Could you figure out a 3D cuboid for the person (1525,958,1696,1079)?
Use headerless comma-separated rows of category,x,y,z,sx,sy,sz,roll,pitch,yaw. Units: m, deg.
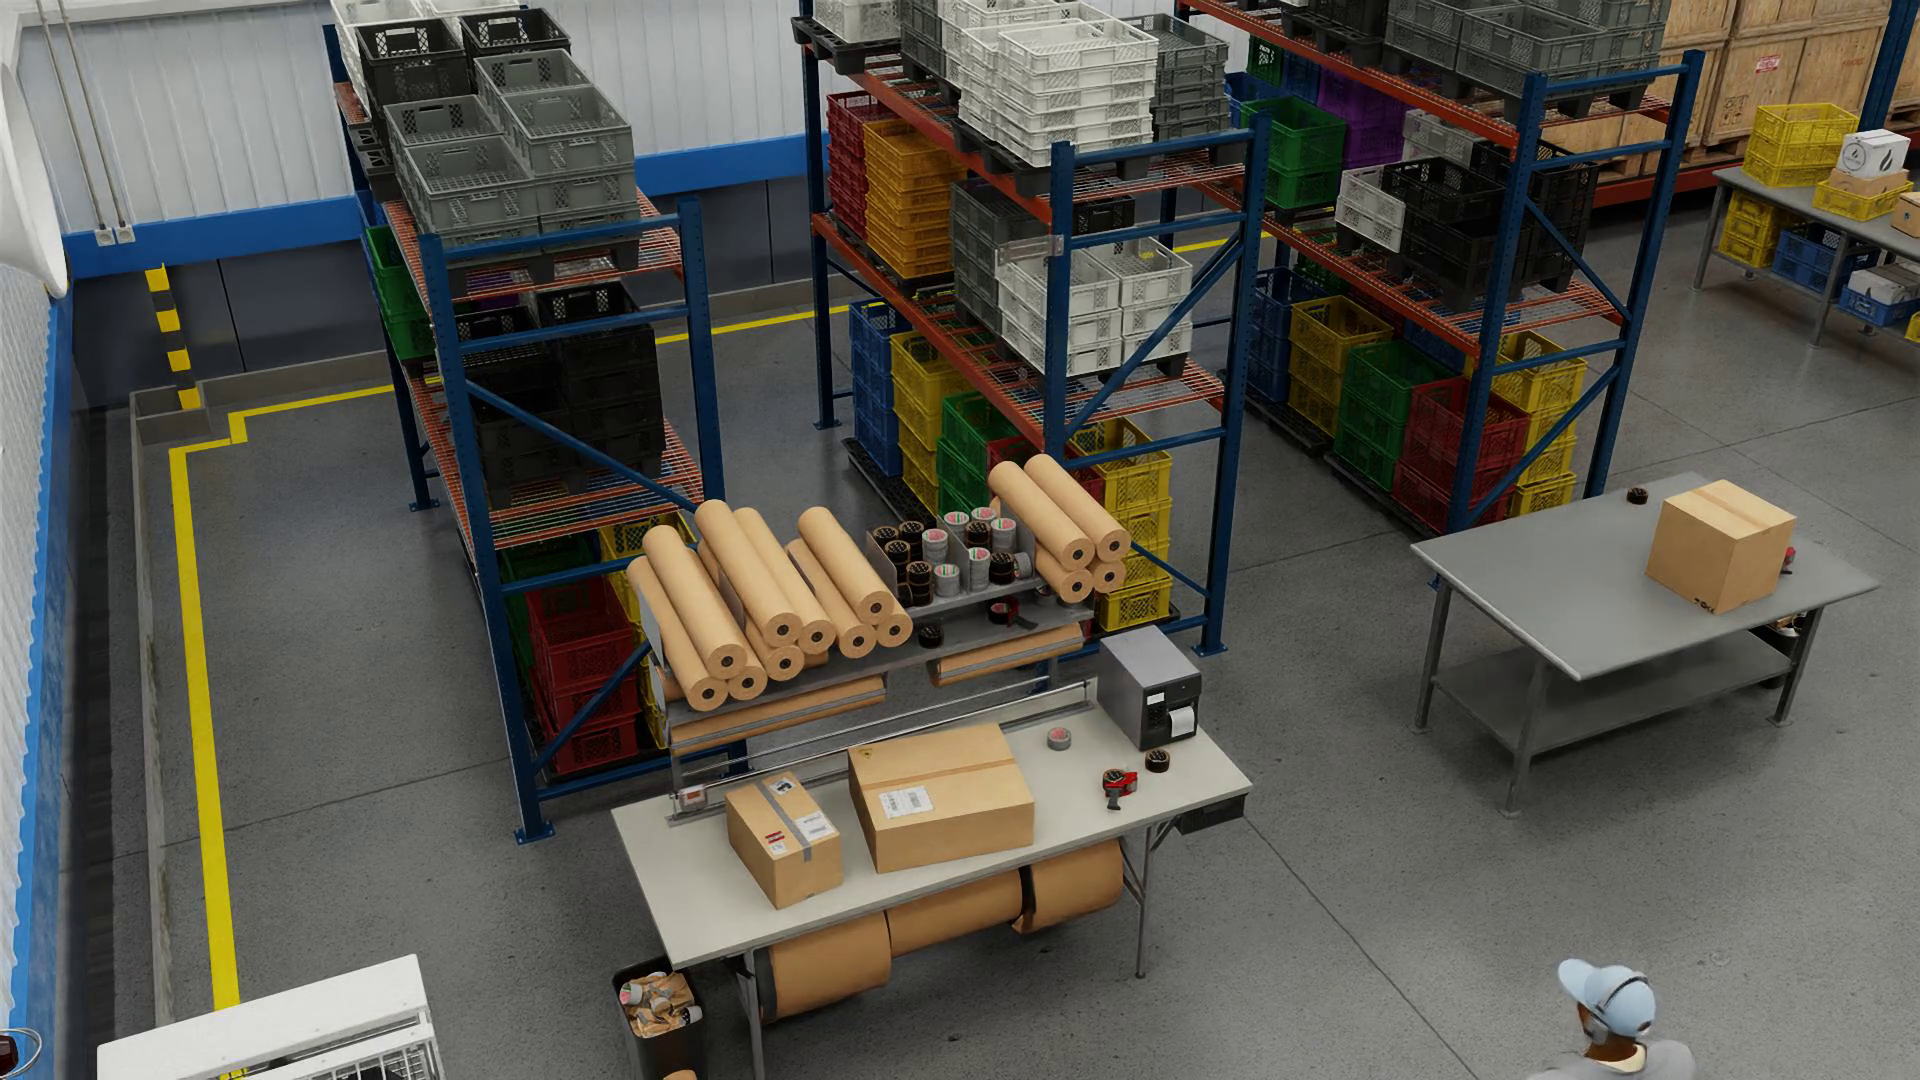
person,1.891,2.009,5.198,0.596,1.851,0.382,-10,33,-16
